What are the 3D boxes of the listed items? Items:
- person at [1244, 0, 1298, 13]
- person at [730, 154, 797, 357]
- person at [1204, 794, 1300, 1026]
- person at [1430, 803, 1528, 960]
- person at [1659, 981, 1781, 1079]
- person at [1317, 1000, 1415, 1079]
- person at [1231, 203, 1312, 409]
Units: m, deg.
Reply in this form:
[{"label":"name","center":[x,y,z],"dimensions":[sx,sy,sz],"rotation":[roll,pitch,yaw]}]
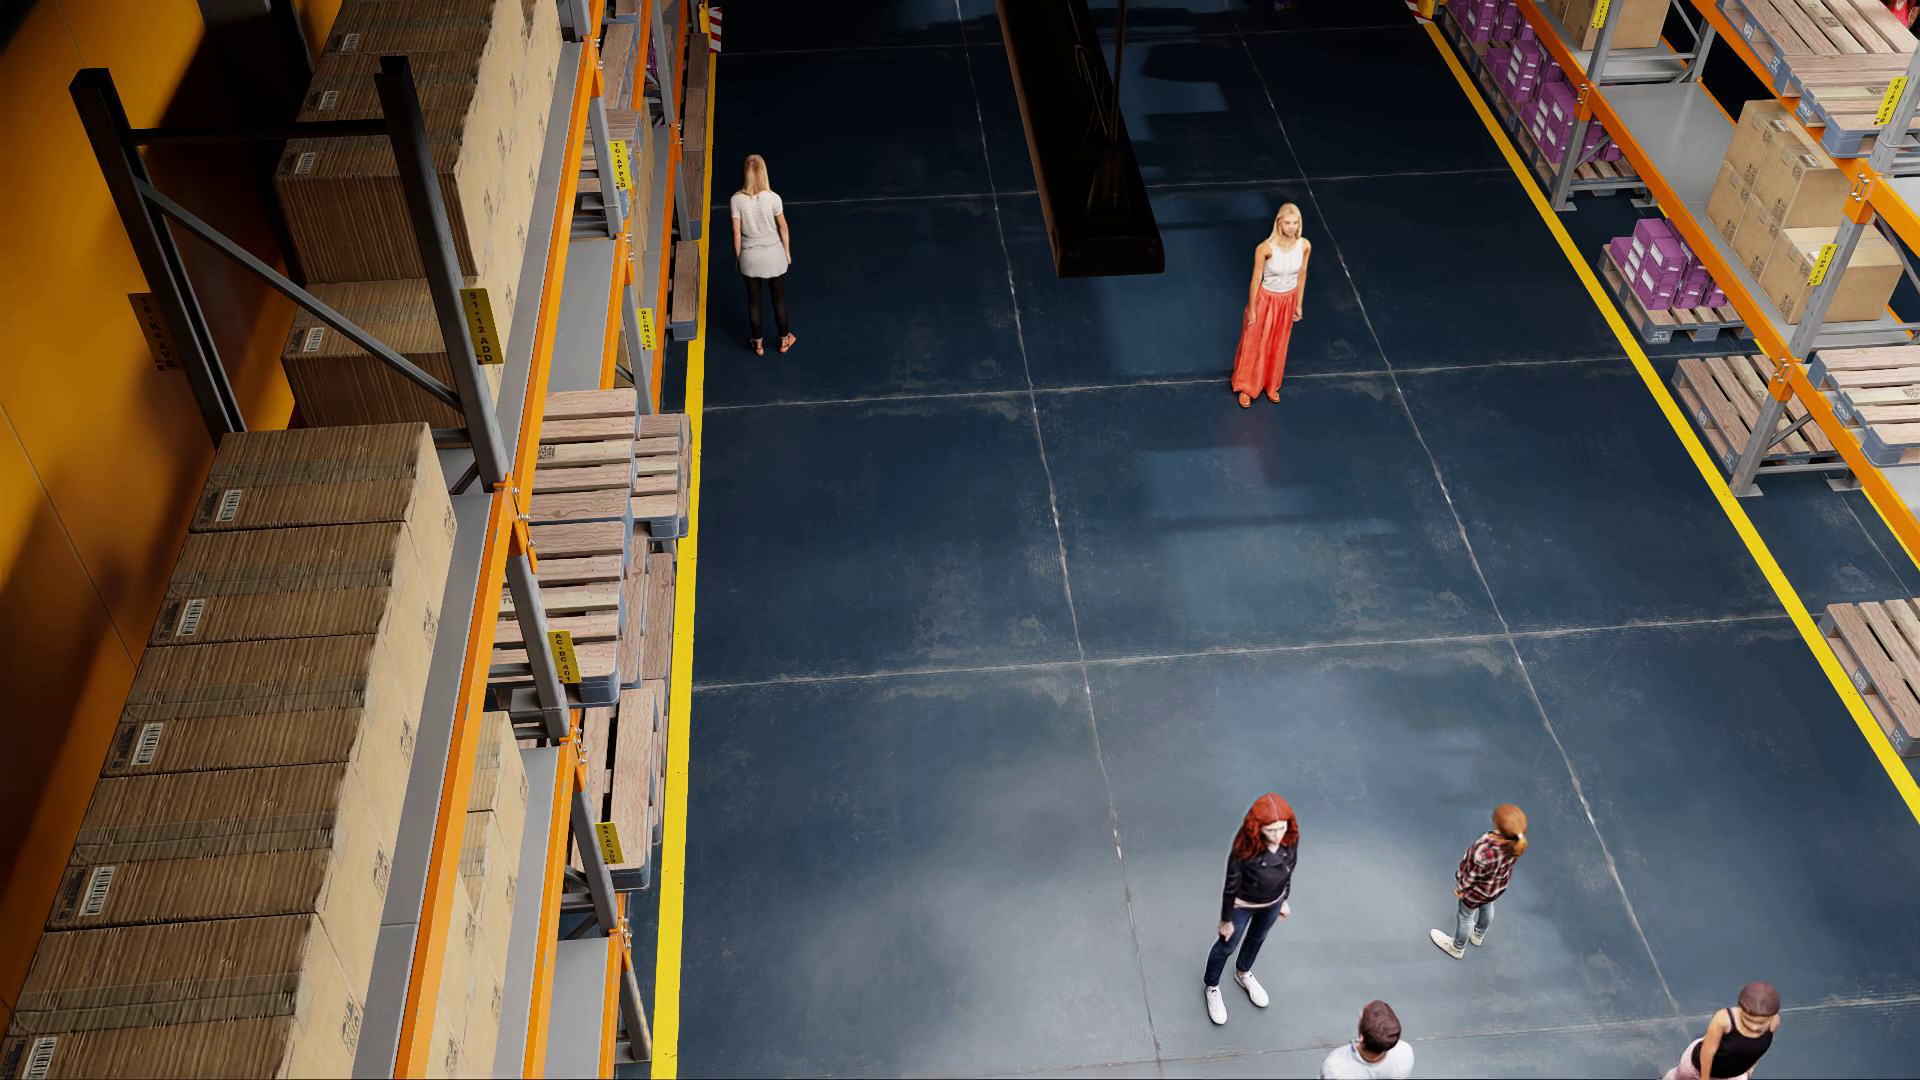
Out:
[{"label":"person","center":[3.434,-6.545,17.823],"dimensions":[0.958,1.874,0.998],"rotation":[-20,47,-20]},{"label":"person","center":[-1.589,-2.272,13.372],"dimensions":[0.602,1.827,0.505],"rotation":[-3,44,-4]},{"label":"person","center":[1.580,1.965,8.954],"dimensions":[0.639,1.787,0.618],"rotation":[-16,46,-16]},{"label":"person","center":[2.960,1.910,9.359],"dimensions":[0.614,1.307,0.646],"rotation":[-23,48,-22]},{"label":"person","center":[3.816,2.617,8.468],"dimensions":[0.616,1.513,1.034],"rotation":[2,44,2]},{"label":"person","center":[1.886,2.784,8.050],"dimensions":[0.698,1.848,0.639],"rotation":[-13,45,-14]},{"label":"person","center":[2.437,-1.837,12.934],"dimensions":[0.649,1.802,0.618],"rotation":[-9,44,-9]}]
